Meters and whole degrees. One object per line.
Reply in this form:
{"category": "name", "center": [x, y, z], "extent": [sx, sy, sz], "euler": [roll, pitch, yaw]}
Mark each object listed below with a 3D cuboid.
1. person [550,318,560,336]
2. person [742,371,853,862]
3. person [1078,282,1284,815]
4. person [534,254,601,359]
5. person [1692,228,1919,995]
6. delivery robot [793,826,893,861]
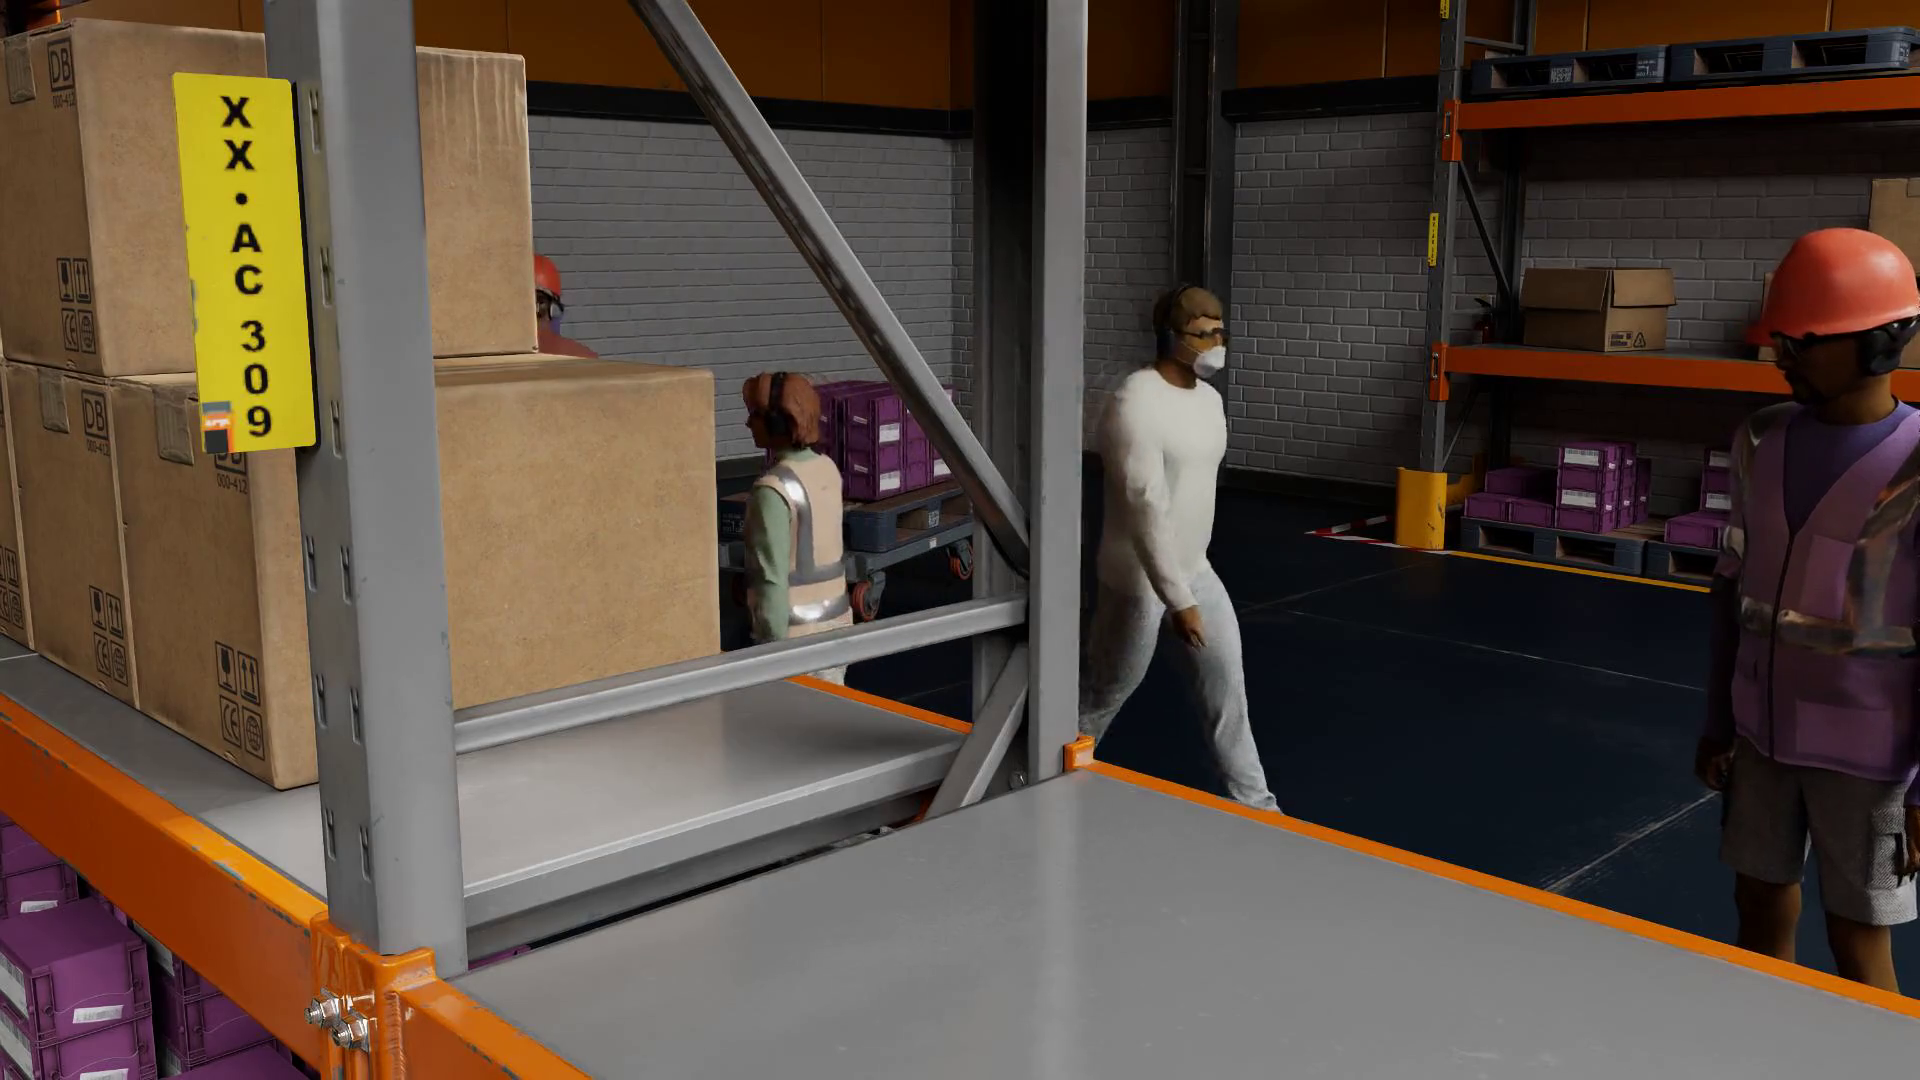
{"category": "person", "center": [-2.922, -0.919, 10.924], "extent": [0.644, 1.907, 0.399], "euler": [-2, 11, -12]}
{"category": "person", "center": [-0.509, 0.307, 4.998], "extent": [0.378, 1.625, 0.526], "euler": [4, 11, 22]}
{"category": "person", "center": [0.667, 0.141, 5.225], "extent": [1.069, 1.874, 0.620], "euler": [9, 14, 41]}
{"category": "person", "center": [-1.807, -0.227, 7.061], "extent": [0.613, 1.947, 1.025], "euler": [-3, 11, -15]}
{"category": "person", "center": [1.730, 0.403, 3.368], "extent": [0.404, 2.034, 0.609], "euler": [-4, 11, -20]}
{"category": "delivery robot", "center": [-0.291, 0.806, 4.948], "extent": [0.707, 0.478, 0.477], "euler": [8, 13, 37]}
